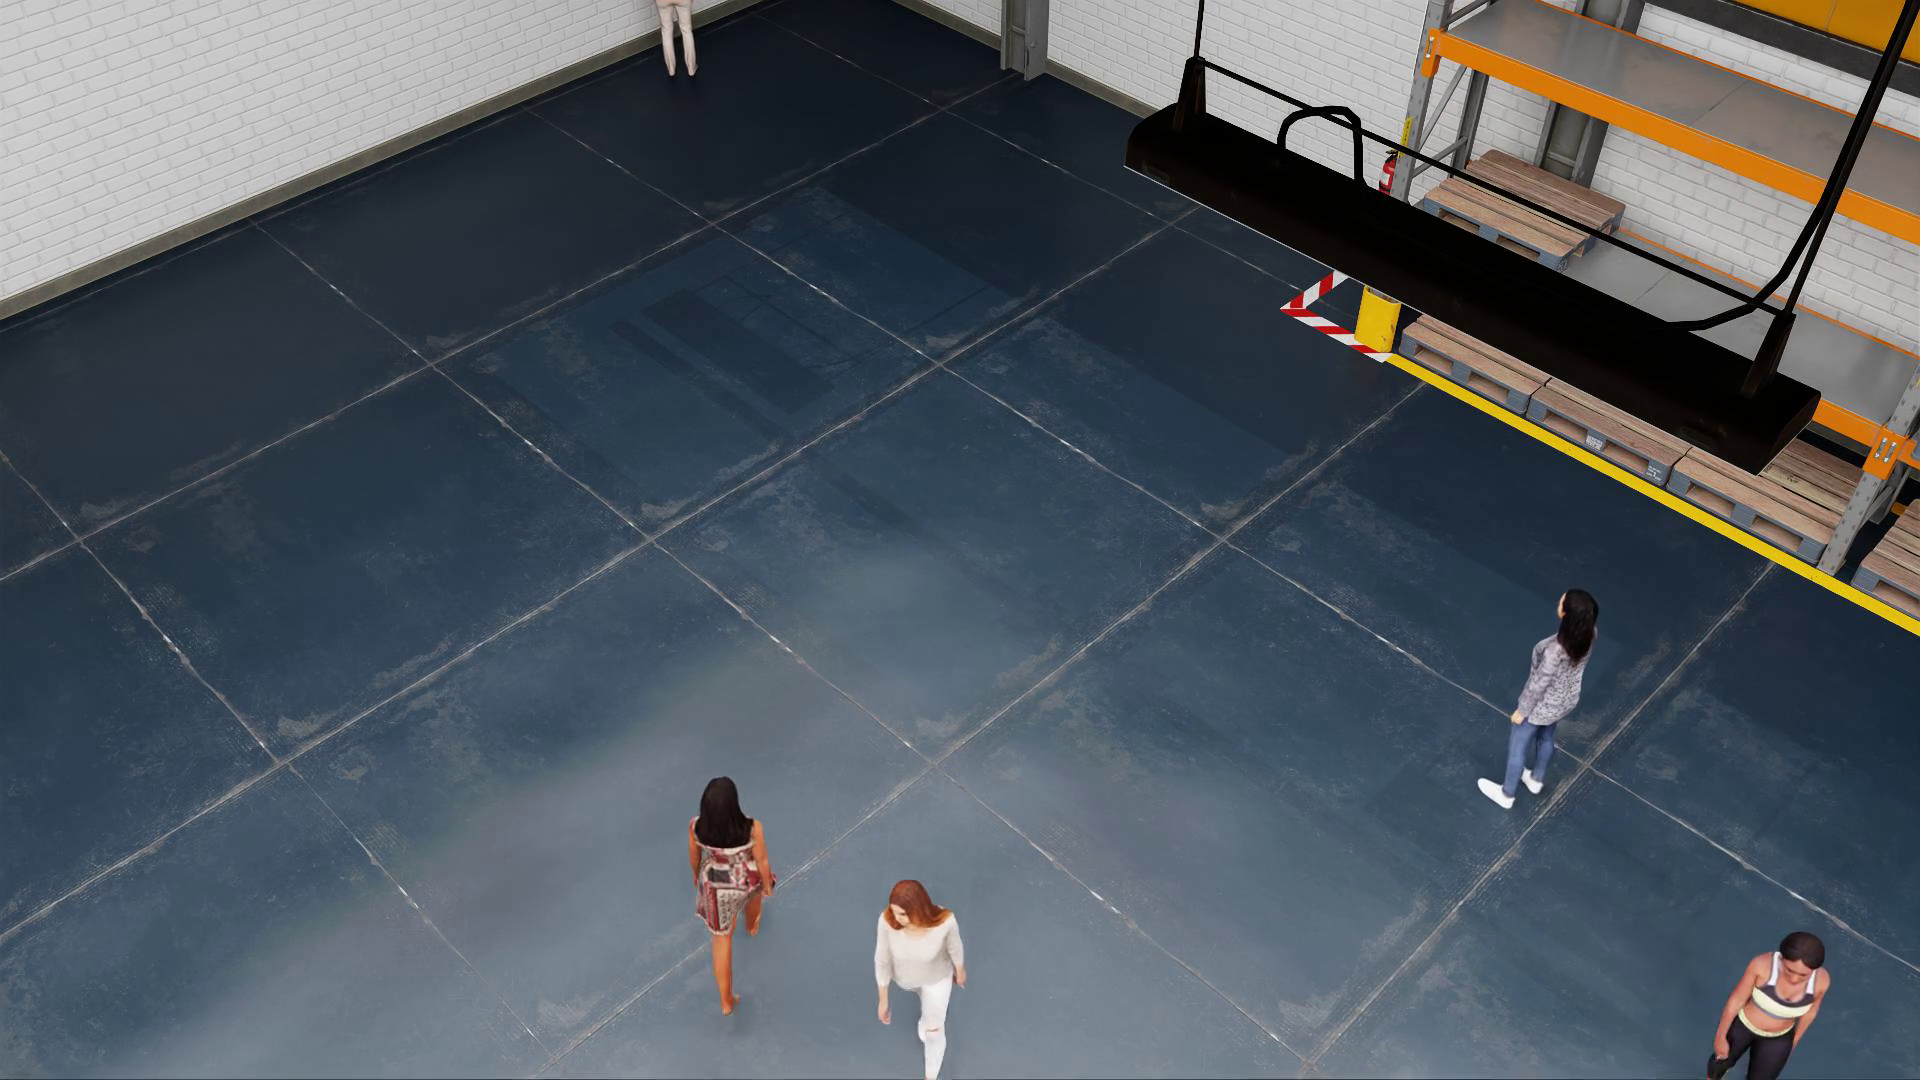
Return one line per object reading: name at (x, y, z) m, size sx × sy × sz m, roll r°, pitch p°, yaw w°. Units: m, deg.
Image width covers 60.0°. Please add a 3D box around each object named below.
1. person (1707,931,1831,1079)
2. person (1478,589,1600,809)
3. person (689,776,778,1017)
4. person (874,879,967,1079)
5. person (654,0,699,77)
person at (4.084, 2.424, 8.523) m, size 0.666 × 1.738 × 0.743 m, roll 13°, pitch 45°, yaw 14°
person at (3.564, 0.968, 10.057) m, size 0.653 × 1.730 × 0.589 m, roll -25°, pitch 49°, yaw -24°
person at (-1.263, 1.931, 9.129) m, size 1.067 × 1.615 × 1.131 m, roll -1°, pitch 44°, yaw -1°
person at (-0.204, 2.204, 8.809) m, size 1.090 × 1.661 × 1.060 m, roll 6°, pitch 44°, yaw 6°
person at (-2.929, -5.561, 16.914) m, size 0.669 × 1.724 × 0.703 m, roll -5°, pitch 44°, yaw -6°
